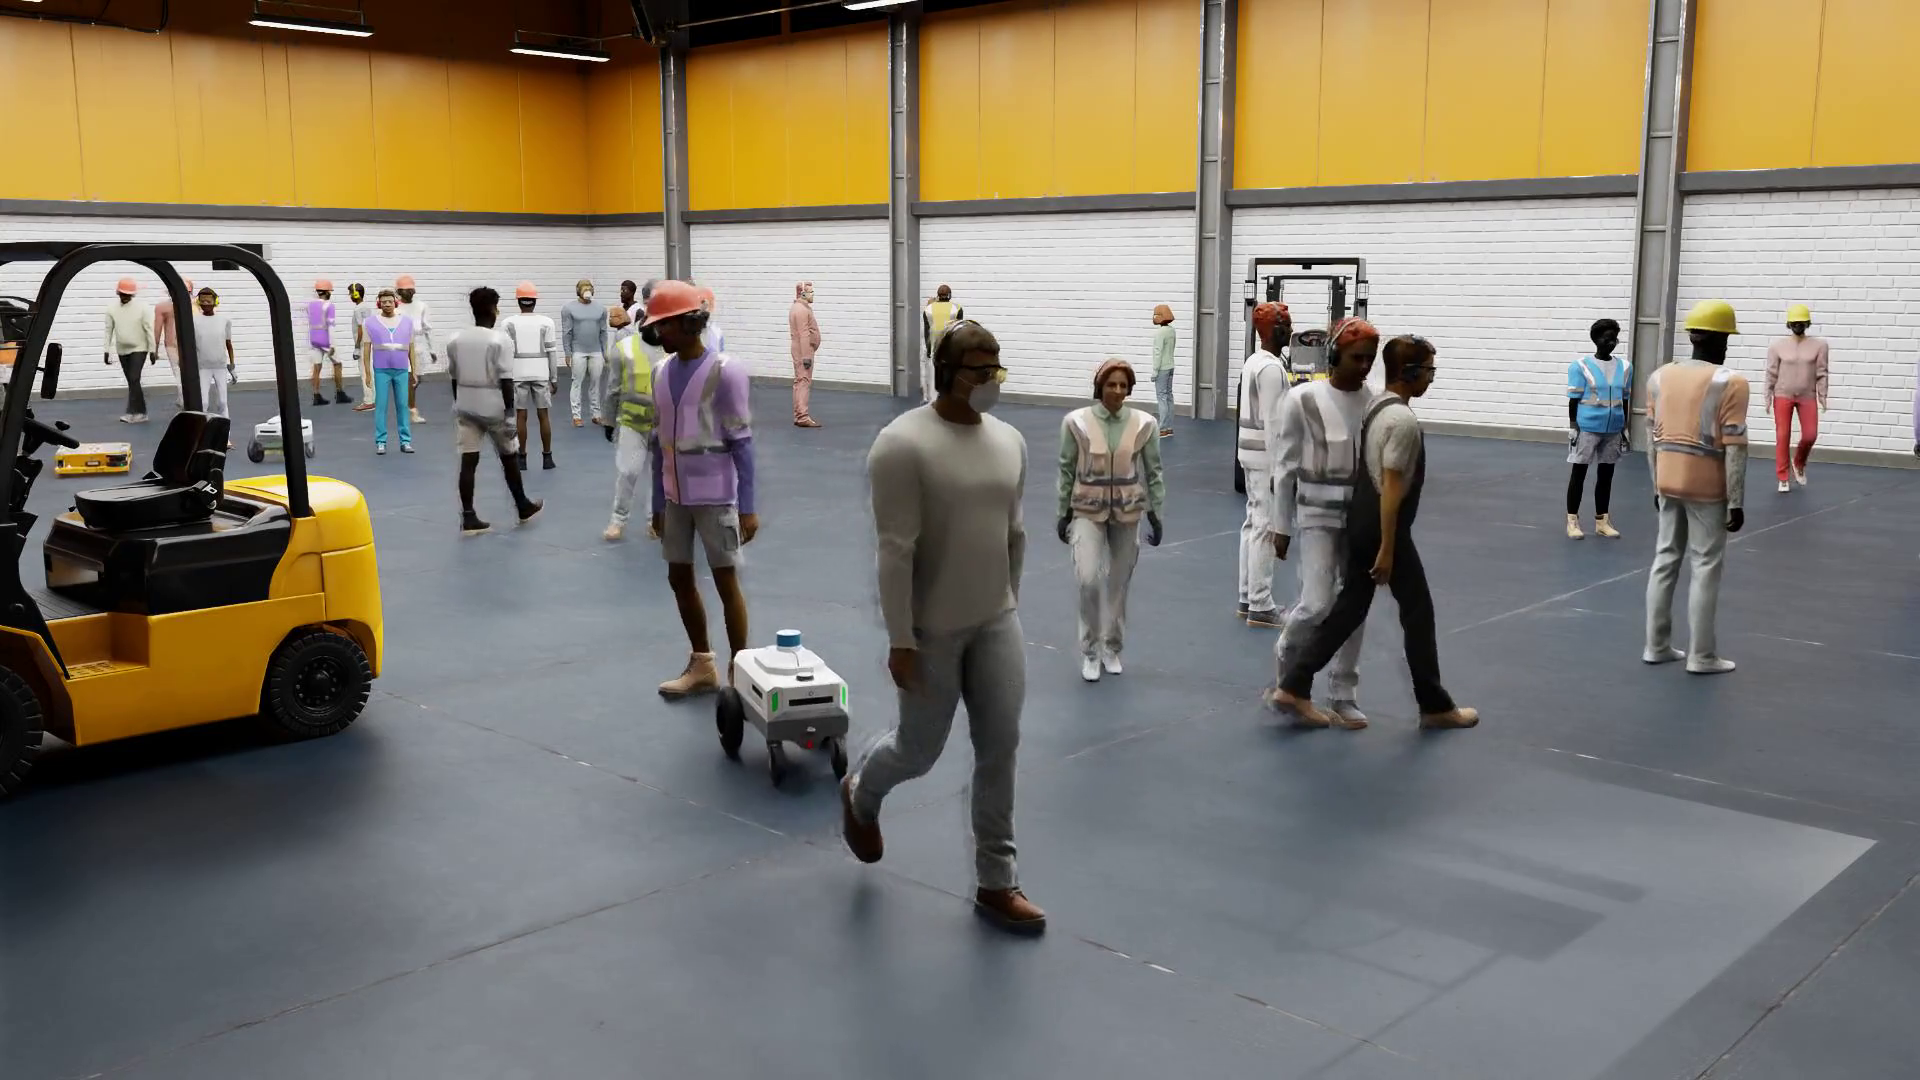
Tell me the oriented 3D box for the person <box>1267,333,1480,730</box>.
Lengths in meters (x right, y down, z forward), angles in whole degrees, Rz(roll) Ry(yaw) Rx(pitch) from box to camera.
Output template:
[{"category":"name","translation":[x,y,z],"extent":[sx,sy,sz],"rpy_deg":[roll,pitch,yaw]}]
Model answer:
[{"category":"person","translation":[1.849,-0.023,7.412],"extent":[0.949,1.800,0.525],"rpy_deg":[-1,9,-6]}]

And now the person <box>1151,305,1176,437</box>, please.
[{"category":"person","translation":[2.499,-2.083,20.534],"extent":[0.280,1.632,0.500],"rpy_deg":[5,11,29]}]

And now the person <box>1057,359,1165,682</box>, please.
[{"category":"person","translation":[0.764,-0.095,8.356],"extent":[0.539,1.616,0.573],"rpy_deg":[-1,9,-3]}]

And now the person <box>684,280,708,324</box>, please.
[{"category":"person","translation":[-3.493,-2.464,21.978],"extent":[0.479,1.922,0.644],"rpy_deg":[-6,11,-31]}]

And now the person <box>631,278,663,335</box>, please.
[{"category":"person","translation":[-2.579,-1.334,14.691],"extent":[0.726,2.000,0.547],"rpy_deg":[3,10,20]}]

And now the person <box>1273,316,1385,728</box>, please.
[{"category":"person","translation":[1.698,-0.091,7.607],"extent":[0.592,1.863,0.544],"rpy_deg":[-2,10,-15]}]

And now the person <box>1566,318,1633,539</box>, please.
[{"category":"person","translation":[4.901,-0.850,12.773],"extent":[0.534,1.699,0.318],"rpy_deg":[-2,9,-10]}]

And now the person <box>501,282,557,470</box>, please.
[{"category":"person","translation":[-4.440,-1.687,17.176],"extent":[0.552,1.934,0.364],"rpy_deg":[-2,10,-15]}]

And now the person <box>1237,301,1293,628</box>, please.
[{"category":"person","translation":[1.794,-0.437,9.669],"extent":[0.347,1.884,0.584],"rpy_deg":[0,9,-1]}]

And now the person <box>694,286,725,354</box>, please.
[{"category":"person","translation":[-2.209,-1.195,14.185],"extent":[0.542,1.928,0.374],"rpy_deg":[-8,12,-40]}]

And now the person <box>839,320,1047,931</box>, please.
[{"category":"person","translation":[-0.058,0.254,5.333],"extent":[0.633,1.918,0.817],"rpy_deg":[-7,12,-38]}]

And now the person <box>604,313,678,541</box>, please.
[{"category":"person","translation":[-2.340,-0.879,12.632],"extent":[0.656,1.804,0.458],"rpy_deg":[-3,10,-18]}]

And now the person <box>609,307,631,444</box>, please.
[{"category":"person","translation":[-4.015,-1.951,19.750],"extent":[0.281,1.626,0.503],"rpy_deg":[-1,9,-5]}]

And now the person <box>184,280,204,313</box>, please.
[{"category":"person","translation":[-11.618,-2.958,25.055],"extent":[0.408,1.906,0.653],"rpy_deg":[0,9,-2]}]

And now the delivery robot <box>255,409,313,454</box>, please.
[{"category":"delivery robot","translation":[-7.295,-1.171,17.951],"extent":[0.477,0.478,0.707],"rpy_deg":[1,9,5]}]

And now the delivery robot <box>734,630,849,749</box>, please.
[{"category":"delivery robot","translation":[-0.714,0.620,6.966],"extent":[0.477,0.478,0.707],"rpy_deg":[-3,10,-20]}]

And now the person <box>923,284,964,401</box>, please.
[{"category":"person","translation":[-0.217,-2.838,24.526],"extent":[0.628,1.843,0.429],"rpy_deg":[2,10,14]}]

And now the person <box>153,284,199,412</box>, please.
[{"category":"person","translation":[-11.259,-2.786,23.818],"extent":[0.905,1.960,0.647],"rpy_deg":[8,12,39]}]

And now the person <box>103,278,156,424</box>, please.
[{"category":"person","translation":[-11.144,-2.519,22.212],"extent":[0.632,1.943,0.907],"rpy_deg":[1,9,3]}]

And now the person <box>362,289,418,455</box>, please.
[{"category":"person","translation":[-6.391,-1.886,18.668],"extent":[0.571,1.844,0.376],"rpy_deg":[-5,11,-30]}]

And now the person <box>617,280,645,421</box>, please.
[{"category":"person","translation":[-4.443,-2.547,22.494],"extent":[0.383,1.921,0.597],"rpy_deg":[-8,12,-39]}]

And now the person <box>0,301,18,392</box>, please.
[{"category":"person","translation":[-12.682,-2.354,22.144],"extent":[0.894,1.645,0.538],"rpy_deg":[7,11,35]}]

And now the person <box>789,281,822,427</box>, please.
[{"category":"person","translation":[-2.027,-2.433,21.839],"extent":[0.407,1.908,0.642],"rpy_deg":[-2,9,-13]}]

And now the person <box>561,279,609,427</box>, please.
[{"category":"person","translation":[-4.907,-2.450,21.845],"extent":[0.631,1.940,0.372],"rpy_deg":[-6,11,-34]}]

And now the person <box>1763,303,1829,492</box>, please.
[{"category":"person","translation":[7.764,-1.320,15.459],"extent":[0.556,1.753,0.393],"rpy_deg":[3,10,20]}]

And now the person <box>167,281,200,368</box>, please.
[{"category":"person","translation":[-10.286,-2.490,22.098],"extent":[0.364,1.934,0.553],"rpy_deg":[-1,9,-7]}]

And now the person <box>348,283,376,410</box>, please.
[{"category":"person","translation":[-8.777,-2.826,24.384],"extent":[0.329,1.865,0.512],"rpy_deg":[-1,9,-3]}]

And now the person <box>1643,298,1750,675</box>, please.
[{"category":"person","translation":[3.778,-0.271,8.546],"extent":[0.379,1.921,0.597],"rpy_deg":[-5,10,-27]}]

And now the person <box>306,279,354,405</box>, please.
[{"category":"person","translation":[-9.665,-3.022,25.426],"extent":[0.563,1.905,0.795],"rpy_deg":[4,10,21]}]

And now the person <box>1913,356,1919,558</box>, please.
[{"category":"person","translation":[6.698,-0.672,11.048],"extent":[0.654,1.905,0.408],"rpy_deg":[9,13,43]}]

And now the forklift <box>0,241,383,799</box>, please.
[{"category":"forklift","translation":[-3.706,-0.171,7.093],"extent":[1.214,2.155,2.313],"rpy_deg":[9,13,43]}]

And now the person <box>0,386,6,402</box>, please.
[{"category":"person","translation":[-13.034,-2.432,22.129],"extent":[0.988,1.825,0.542],"rpy_deg":[-4,10,-24]}]

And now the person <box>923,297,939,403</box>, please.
[{"category":"person","translation":[-0.411,-2.913,25.600],"extent":[0.310,1.638,0.523],"rpy_deg":[-3,10,-18]}]

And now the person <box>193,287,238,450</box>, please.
[{"category":"person","translation":[-8.538,-1.948,18.999],"extent":[0.518,1.865,0.323],"rpy_deg":[-6,11,-33]}]

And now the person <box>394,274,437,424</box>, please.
[{"category":"person","translation":[-7.480,-2.587,22.498],"extent":[0.614,2.012,0.933],"rpy_deg":[-9,13,-44]}]

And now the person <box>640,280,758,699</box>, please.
[{"category":"person","translation":[-1.204,-0.194,7.859],"extent":[0.743,2.017,0.397],"rpy_deg":[6,11,35]}]

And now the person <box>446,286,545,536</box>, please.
[{"category":"person","translation":[-3.686,-1.030,13.167],"extent":[0.630,1.923,0.941],"rpy_deg":[3,10,17]}]

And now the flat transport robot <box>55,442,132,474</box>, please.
[{"category":"flat transport robot","translation":[-8.927,-0.852,17.149],"extent":[0.652,0.197,1.431],"rpy_deg":[-4,10,-25]}]

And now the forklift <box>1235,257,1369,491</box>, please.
[{"category":"forklift","translation":[3.309,-1.629,16.029],"extent":[1.214,2.155,2.313],"rpy_deg":[2,9,11]}]
